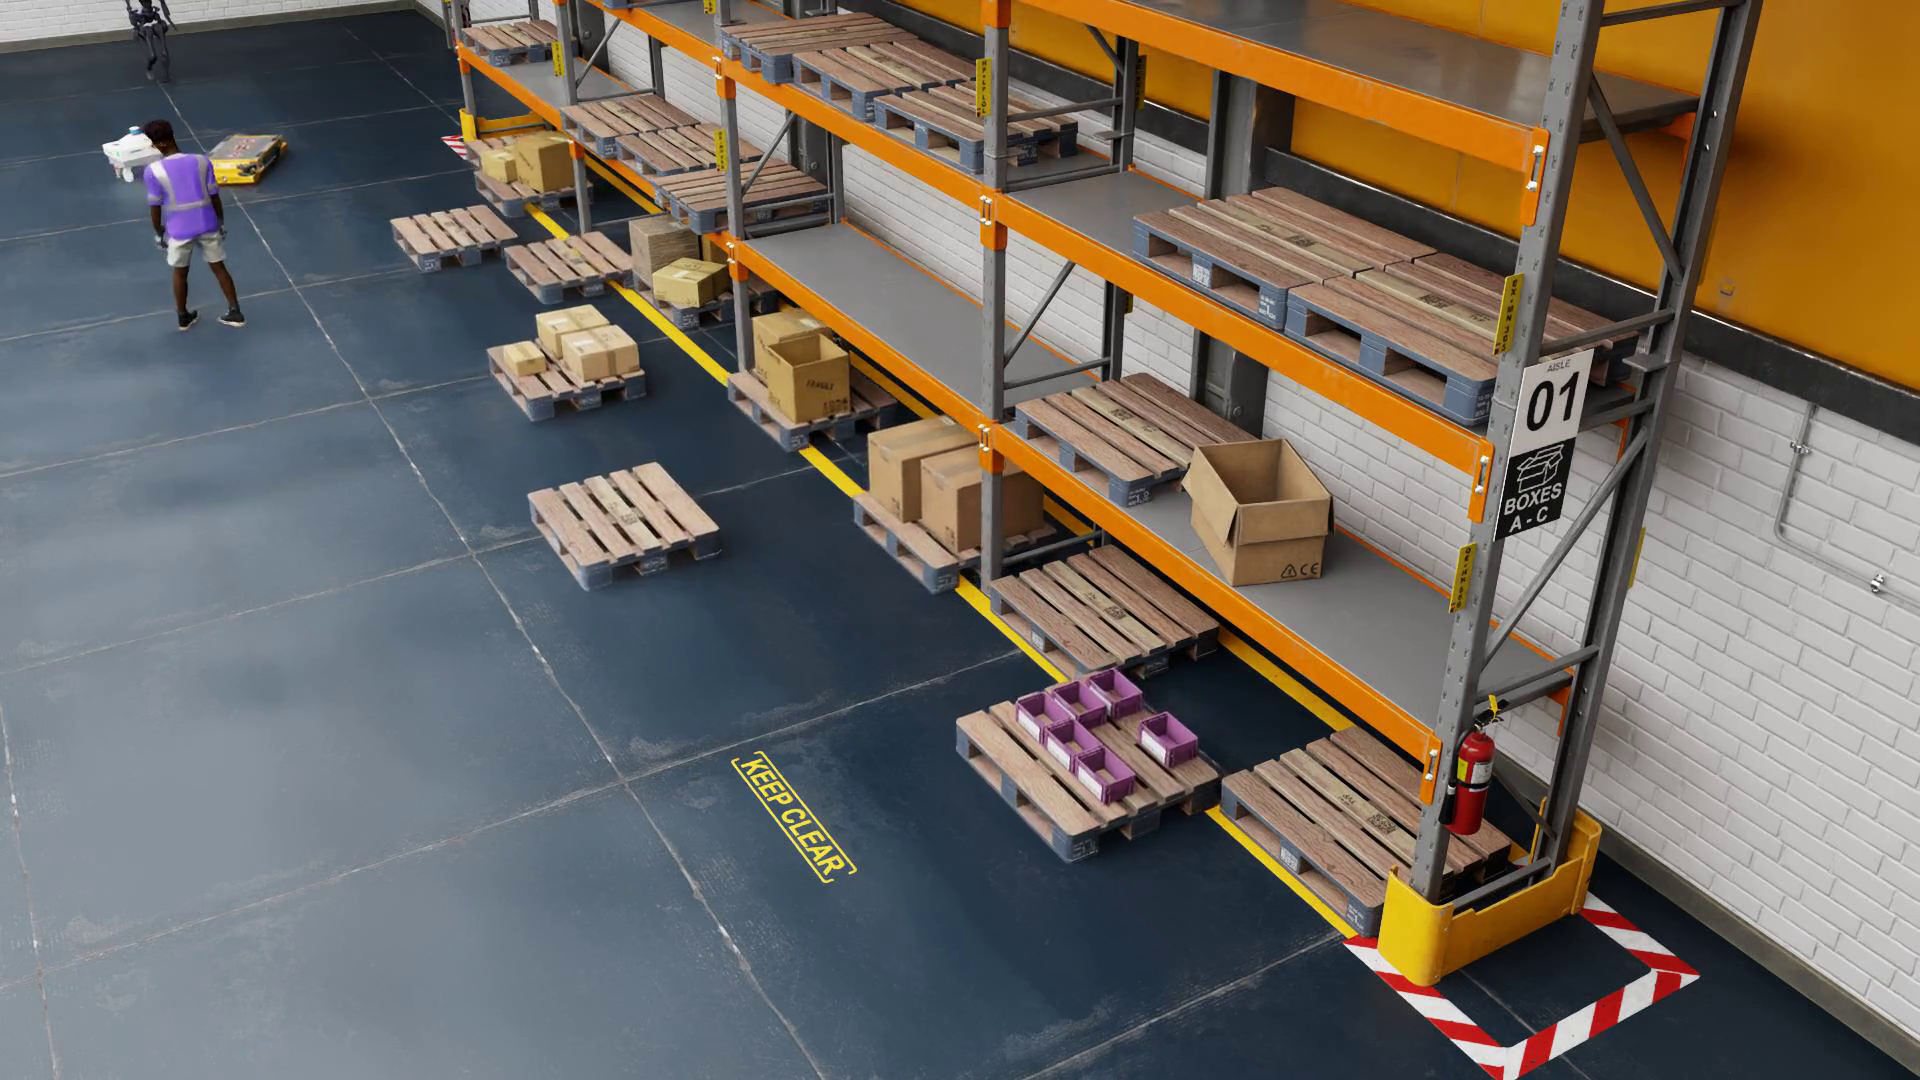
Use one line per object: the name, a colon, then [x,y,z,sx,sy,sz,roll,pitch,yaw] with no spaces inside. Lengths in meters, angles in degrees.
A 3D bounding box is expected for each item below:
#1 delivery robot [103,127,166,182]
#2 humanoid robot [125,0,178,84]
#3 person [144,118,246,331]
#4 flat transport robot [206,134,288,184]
delivery robot: [-9.480,-4.482,19.246,0.524,0.586,0.736,21,36,32]
humanoid robot: [-11.048,-7.064,22.679,0.415,1.645,0.612,20,35,31]
person: [-6.912,-2.821,14.926,0.633,1.939,0.475,-24,37,-35]
flat transport robot: [-8.436,-4.486,19.551,0.659,0.231,1.431,-2,30,-4]
